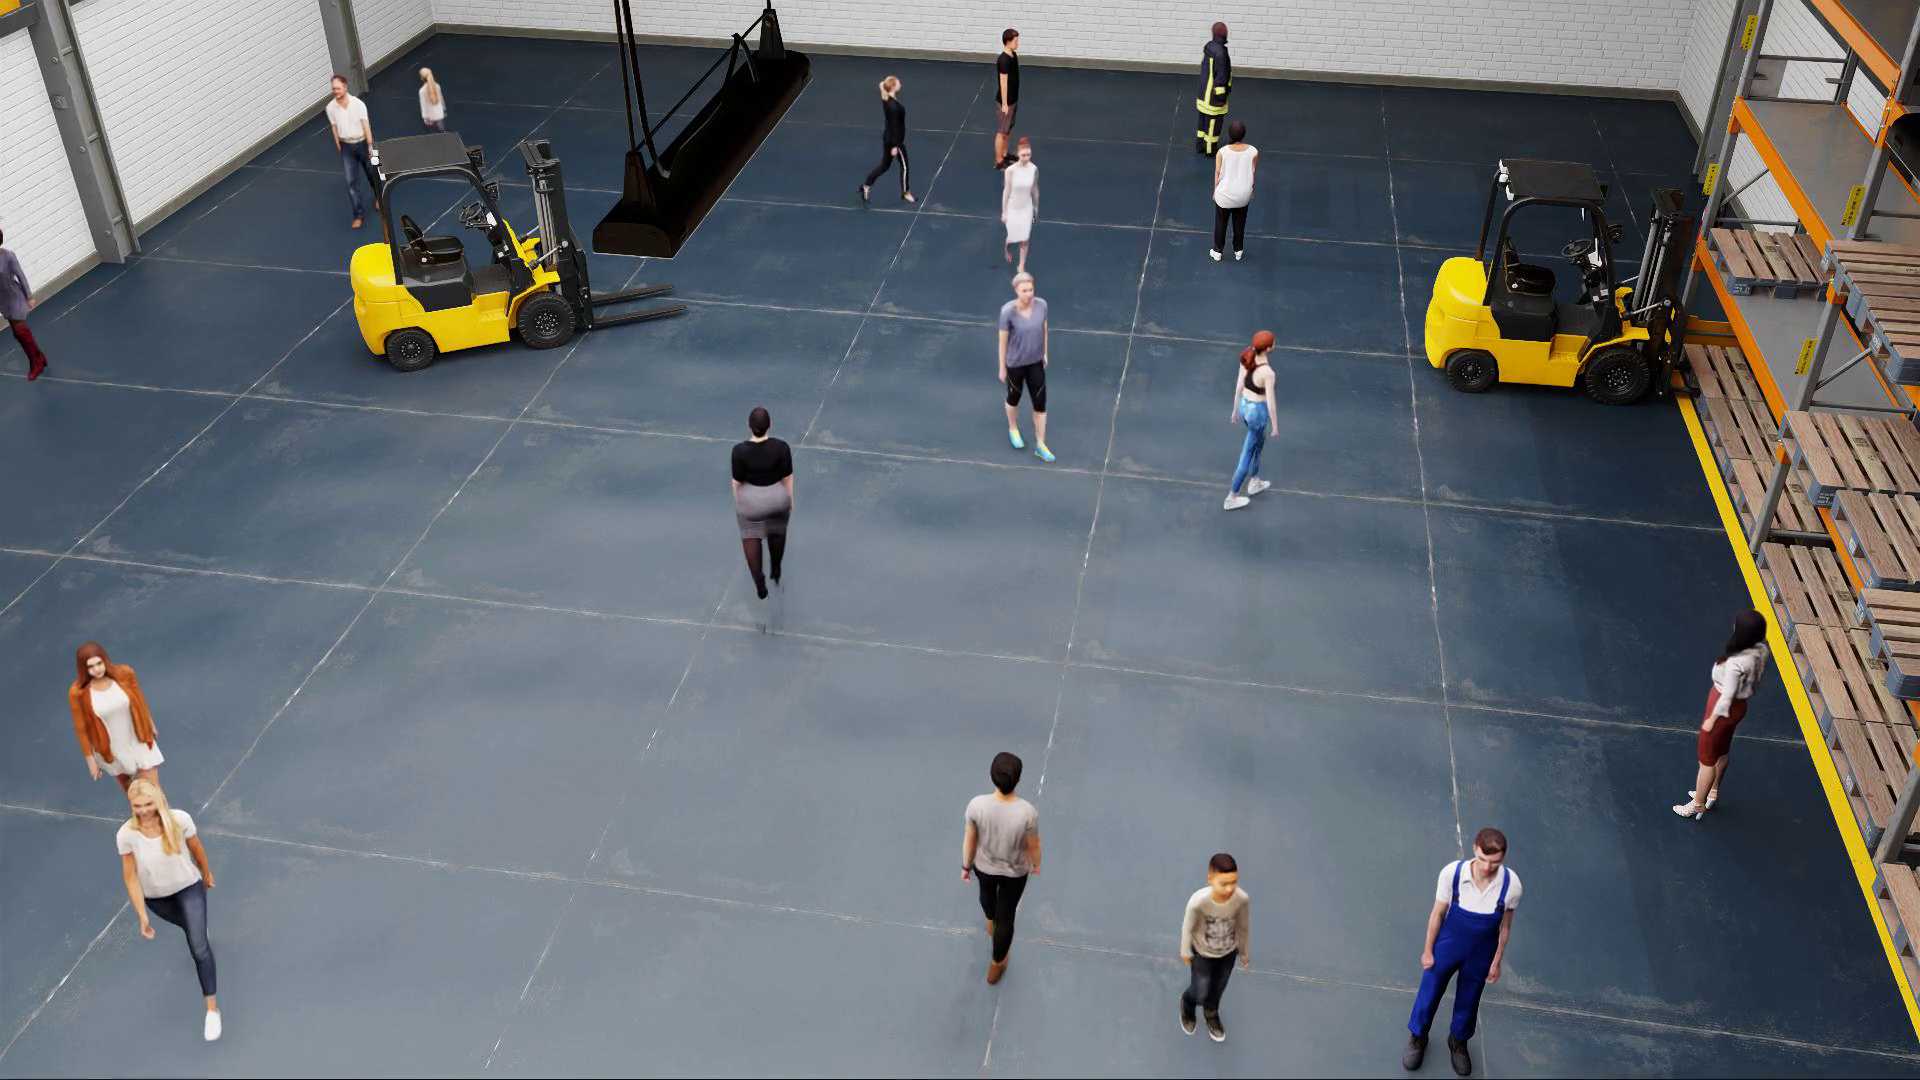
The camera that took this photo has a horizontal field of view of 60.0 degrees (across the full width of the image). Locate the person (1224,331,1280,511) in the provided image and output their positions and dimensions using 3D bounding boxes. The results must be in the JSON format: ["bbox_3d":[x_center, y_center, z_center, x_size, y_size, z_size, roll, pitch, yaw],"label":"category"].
[{"bbox_3d":[2.560,-1.045,14.955,0.918,1.768,0.874,-18,38,-25],"label":"person"}]

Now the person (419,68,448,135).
[{"bbox_3d":[-7.068,-5.746,22.479,0.671,1.268,0.592,22,39,29],"label":"person"}]

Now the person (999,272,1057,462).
[{"bbox_3d":[0.574,-1.715,15.881,0.986,1.857,1.117,-11,35,-16],"label":"person"}]

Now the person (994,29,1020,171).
[{"bbox_3d":[0.625,-5.881,22.147,0.745,1.859,0.523,9,35,13],"label":"person"}]

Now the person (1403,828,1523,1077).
[{"bbox_3d":[2.956,2.376,9.732,0.623,1.851,0.562,7,34,10],"label":"person"}]

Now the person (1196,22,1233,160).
[{"bbox_3d":[3.436,-6.107,22.522,0.905,1.821,0.763,-7,34,-10],"label":"person"}]

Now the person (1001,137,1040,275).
[{"bbox_3d":[0.655,-3.780,19.062,0.777,1.776,0.912,-10,35,-15],"label":"person"}]

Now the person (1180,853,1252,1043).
[{"bbox_3d":[1.511,2.411,10.039,0.651,1.453,0.680,-9,35,-13],"label":"person"}]

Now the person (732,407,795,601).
[{"bbox_3d":[-1.617,-0.258,13.794,0.827,1.740,1.008,-4,34,-6],"label":"person"}]

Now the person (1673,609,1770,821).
[{"bbox_3d":[5.311,1.216,11.568,0.651,1.750,0.739,-26,42,-34],"label":"person"}]

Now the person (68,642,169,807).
[{"bbox_3d":[-5.787,1.355,11.429,1.122,1.672,1.150,-23,40,-31],"label":"person"}]

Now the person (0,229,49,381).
[{"bbox_3d":[-9.774,-2.505,17.216,0.598,1.696,0.626,4,34,7],"label":"person"}]

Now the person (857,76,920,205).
[{"bbox_3d":[-0.931,-4.992,20.974,1.019,1.677,1.091,-12,35,-17],"label":"person"}]

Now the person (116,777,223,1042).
[{"bbox_3d":[-4.839,2.109,10.220,0.974,1.755,1.285,-11,35,-16],"label":"person"}]

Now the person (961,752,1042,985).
[{"bbox_3d":[0.232,2.071,10.327,0.665,1.699,0.917,8,34,12],"label":"person"}]

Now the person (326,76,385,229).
[{"bbox_3d":[-7.472,-4.904,20.711,0.843,1.822,1.269,0,34,-1],"label":"person"}]

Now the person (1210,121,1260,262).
[{"bbox_3d":[3.221,-4.141,19.685,0.713,1.688,0.681,-2,34,-3],"label":"person"}]
